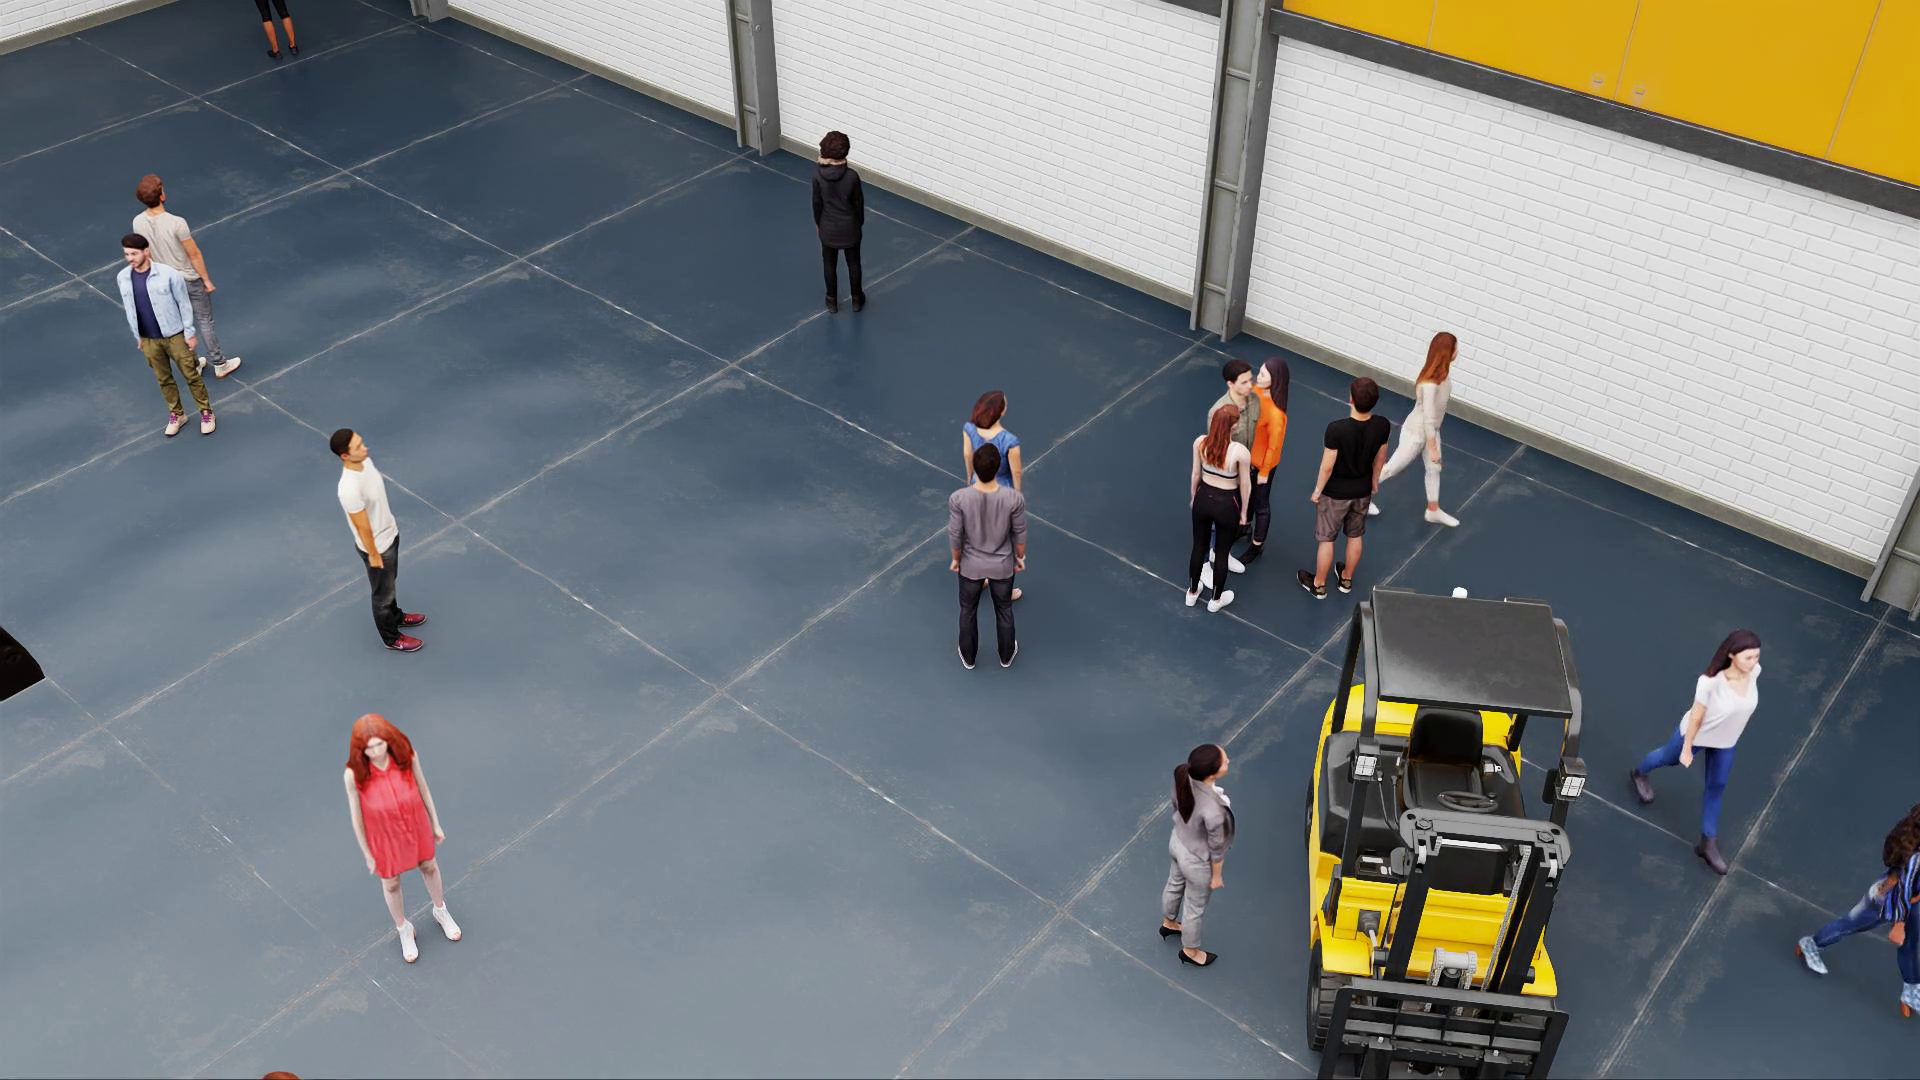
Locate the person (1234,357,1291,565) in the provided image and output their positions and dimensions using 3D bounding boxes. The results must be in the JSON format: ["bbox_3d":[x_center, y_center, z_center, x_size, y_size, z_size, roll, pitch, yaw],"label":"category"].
[{"bbox_3d":[2.218,-0.605,12.328,0.771,1.748,0.683,-9,39,-11],"label":"person"}]

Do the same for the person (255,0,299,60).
[{"bbox_3d":[-8.316,-6.658,19.908,0.644,1.747,0.592,-27,46,-30],"label":"person"}]

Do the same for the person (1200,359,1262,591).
[{"bbox_3d":[1.931,-0.506,12.111,0.603,1.865,0.716,32,48,33],"label":"person"}]

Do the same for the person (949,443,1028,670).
[{"bbox_3d":[0.185,0.126,11.328,0.718,1.854,0.800,0,39,0],"label":"person"}]

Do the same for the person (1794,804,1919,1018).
[{"bbox_3d":[5.110,1.967,9.248,0.749,1.572,1.079,-29,47,-31],"label":"person"}]

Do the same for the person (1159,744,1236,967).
[{"bbox_3d":[1.324,1.772,9.407,0.774,1.678,0.672,-15,41,-18],"label":"person"}]

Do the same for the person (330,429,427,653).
[{"bbox_3d":[-4.071,-0.017,11.546,0.767,1.805,0.691,-5,39,-7],"label":"person"}]

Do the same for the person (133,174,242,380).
[{"bbox_3d":[-6.685,-2.238,14.253,0.703,1.897,0.797,2,39,3],"label":"person"}]

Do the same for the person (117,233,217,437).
[{"bbox_3d":[-6.524,-1.688,13.633,0.742,1.812,0.811,-2,39,-2],"label":"person"}]

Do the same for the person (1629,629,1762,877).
[{"bbox_3d":[4.496,1.164,10.198,1.029,1.640,1.220,-11,40,-14],"label":"person"}]

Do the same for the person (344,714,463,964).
[{"bbox_3d":[-3.173,1.667,9.419,0.648,1.827,0.607,-22,44,-25],"label":"person"}]

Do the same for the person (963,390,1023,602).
[{"bbox_3d":[0.242,-0.300,11.900,0.550,1.805,0.753,22,44,25],"label":"person"}]

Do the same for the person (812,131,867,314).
[{"bbox_3d":[-1.092,-2.880,15.150,0.732,1.781,0.799,-1,39,-1],"label":"person"}]

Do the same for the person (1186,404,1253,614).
[{"bbox_3d":[1.826,-0.231,11.865,0.505,1.742,0.682,20,43,23],"label":"person"}]

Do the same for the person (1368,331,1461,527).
[{"bbox_3d":[3.410,-0.828,12.663,1.148,1.679,0.752,18,42,21],"label":"person"}]

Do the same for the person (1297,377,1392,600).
[{"bbox_3d":[2.777,-0.369,11.941,0.765,1.862,0.786,-9,40,-12],"label":"person"}]
